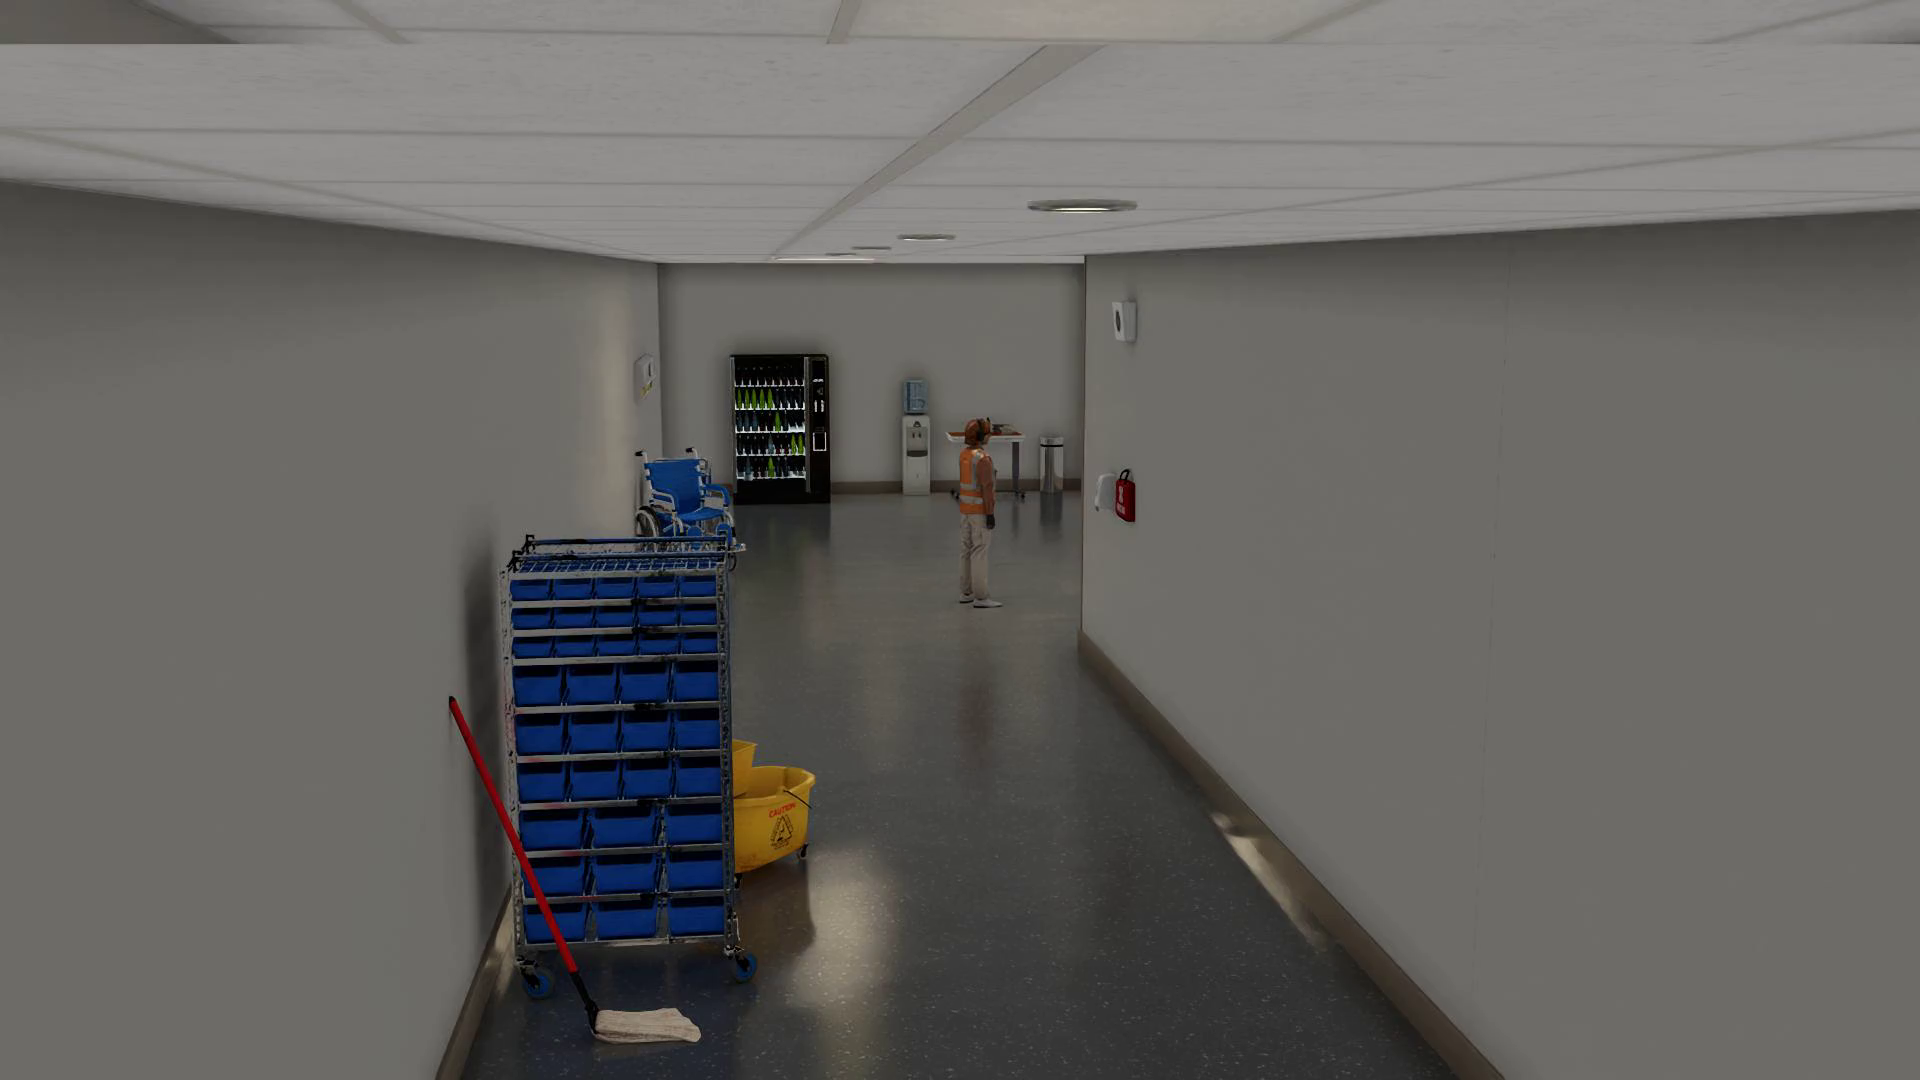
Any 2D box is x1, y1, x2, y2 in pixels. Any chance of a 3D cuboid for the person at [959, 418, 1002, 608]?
[{"bbox_3d":[0.149,-0.233,14.421,0.309,1.641,0.514,-5,10,-27],"label":"person"}]
